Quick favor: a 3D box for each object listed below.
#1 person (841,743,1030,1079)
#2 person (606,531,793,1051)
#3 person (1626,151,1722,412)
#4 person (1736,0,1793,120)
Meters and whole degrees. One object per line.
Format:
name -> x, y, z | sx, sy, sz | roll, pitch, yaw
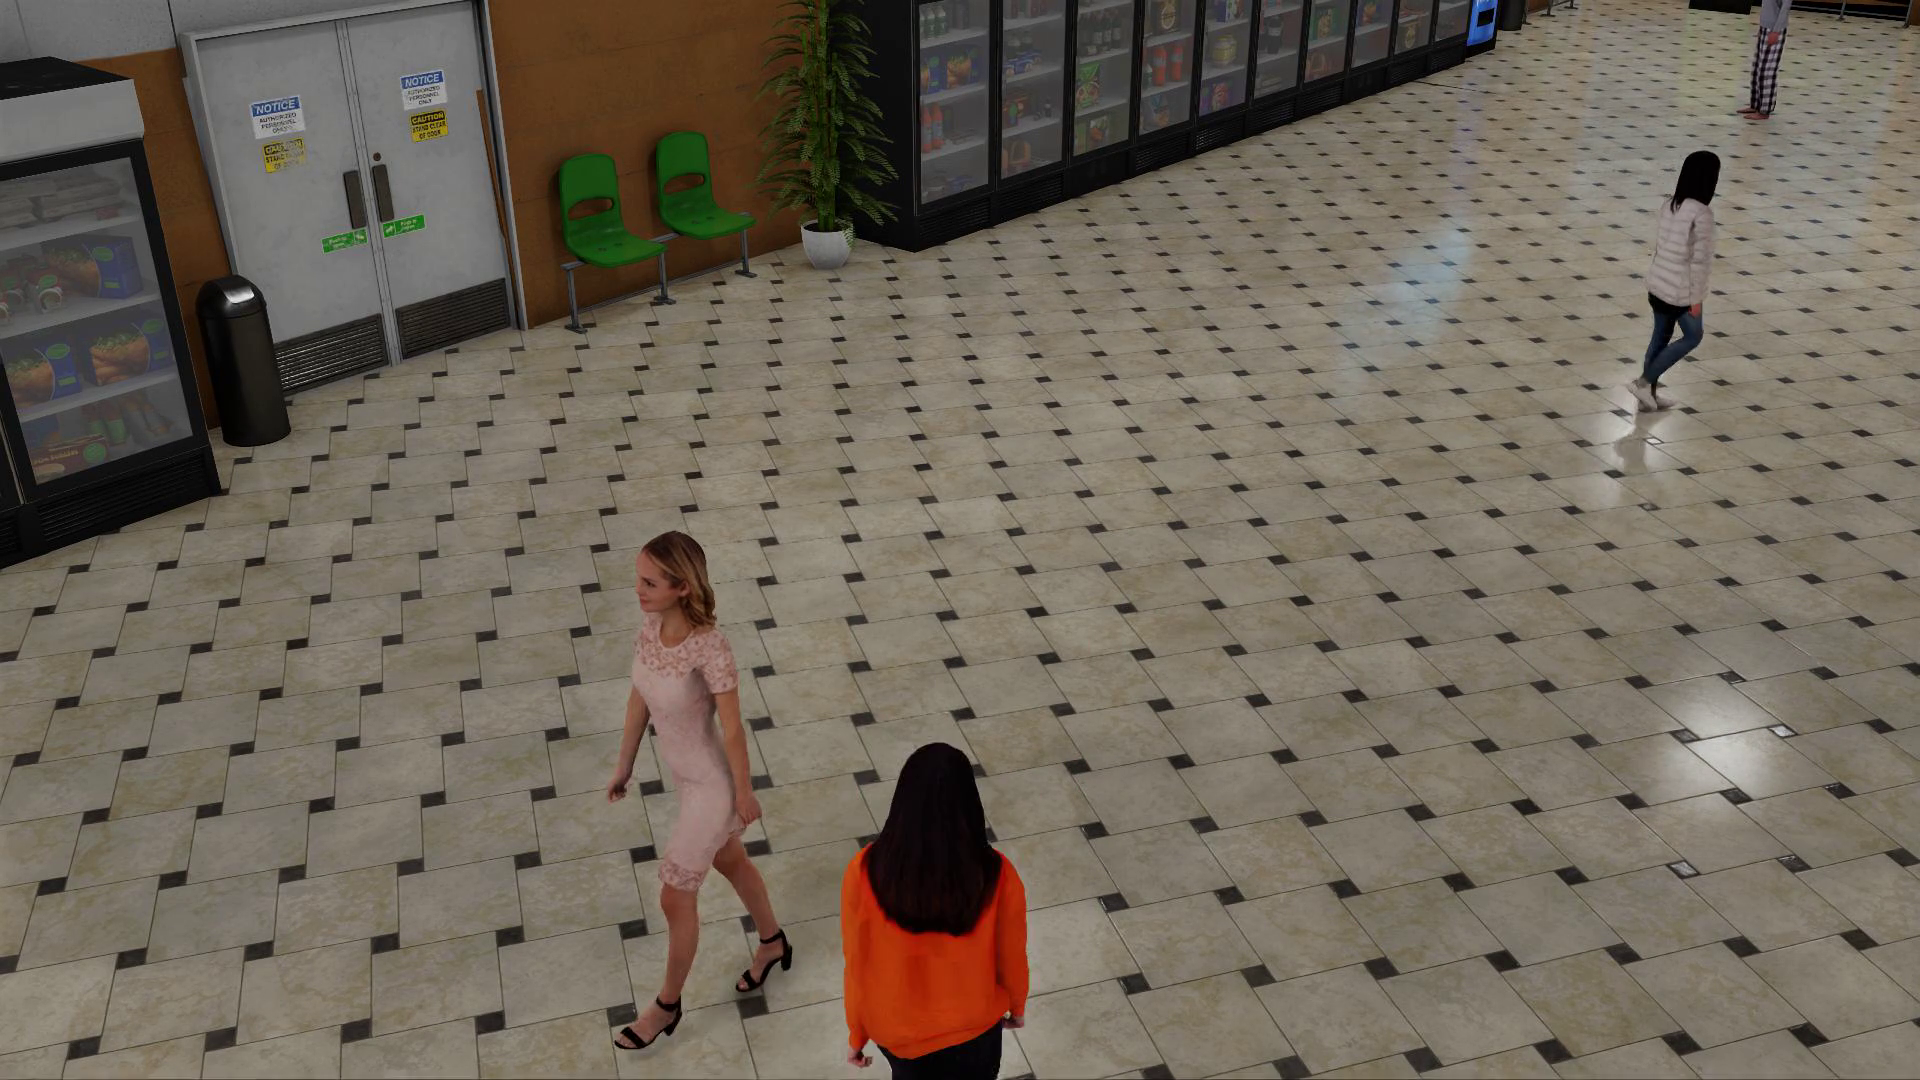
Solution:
person -> -0.073, 1.346, 4.318 | 1.089, 1.710, 1.030 | 4, 27, 7
person -> -0.740, 0.763, 5.364 | 0.795, 1.803, 0.933 | -16, 31, -29
person -> 4.281, -1.529, 10.073 | 0.836, 1.632, 0.759 | -7, 28, -13
person -> 8.509, -5.360, 17.390 | 0.712, 1.847, 0.712 | 4, 27, 9
